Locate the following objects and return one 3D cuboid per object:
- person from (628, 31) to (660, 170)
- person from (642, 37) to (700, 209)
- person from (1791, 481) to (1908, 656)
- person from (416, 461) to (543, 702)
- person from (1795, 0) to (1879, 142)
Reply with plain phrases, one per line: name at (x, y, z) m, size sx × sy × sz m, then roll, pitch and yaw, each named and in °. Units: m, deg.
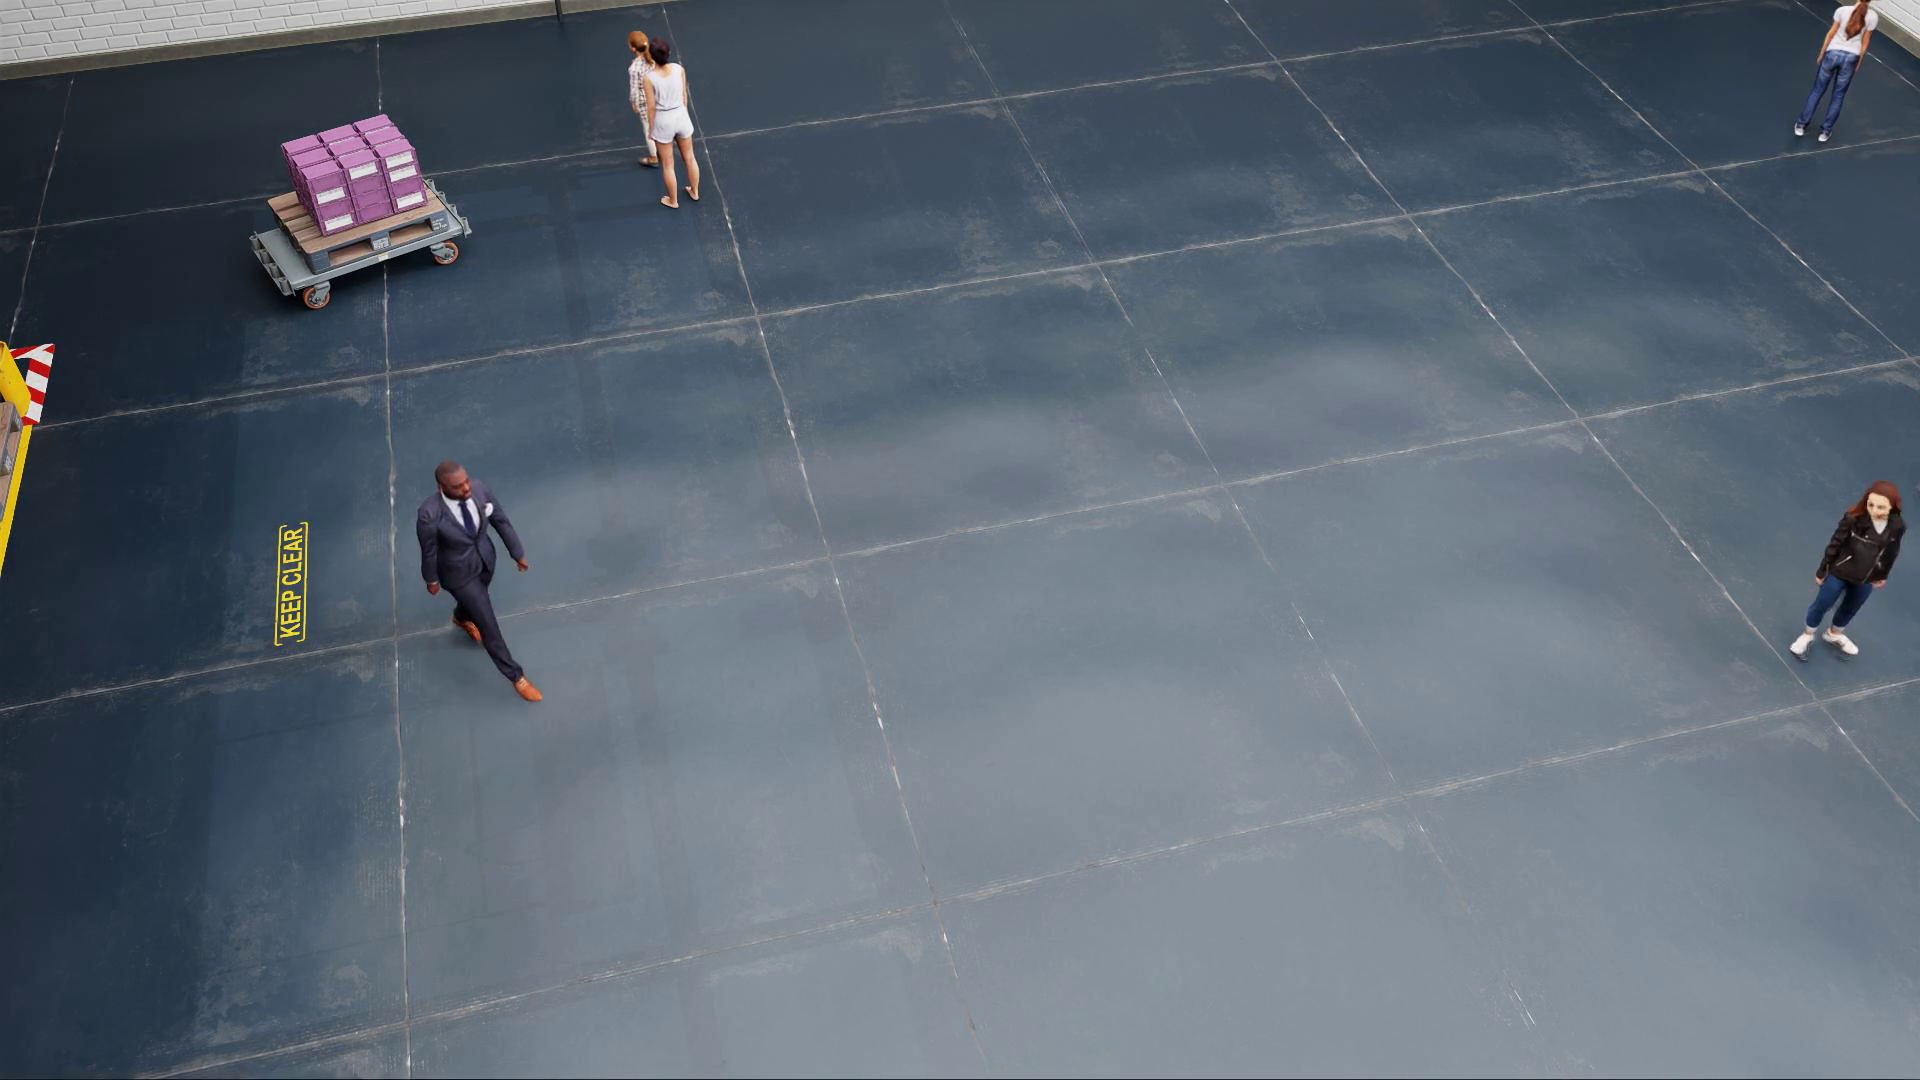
person at (-2.856, -4.054, 15.262) m, size 0.651 × 1.309 × 0.597 m, roll 24°, pitch 48°, yaw 23°
person at (-2.551, -3.676, 14.654) m, size 0.644 × 1.601 × 0.654 m, roll -26°, pitch 49°, yaw -24°
person at (5.773, 0.183, 10.693) m, size 0.699 × 1.476 × 0.655 m, roll 2°, pitch 44°, yaw 2°
person at (-3.153, 0.154, 10.505) m, size 1.313 × 1.779 × 1.196 m, roll 26°, pitch 49°, yaw 25°
person at (8.241, -4.504, 15.551) m, size 0.619 × 1.562 × 0.681 m, roll 23°, pitch 48°, yaw 22°
